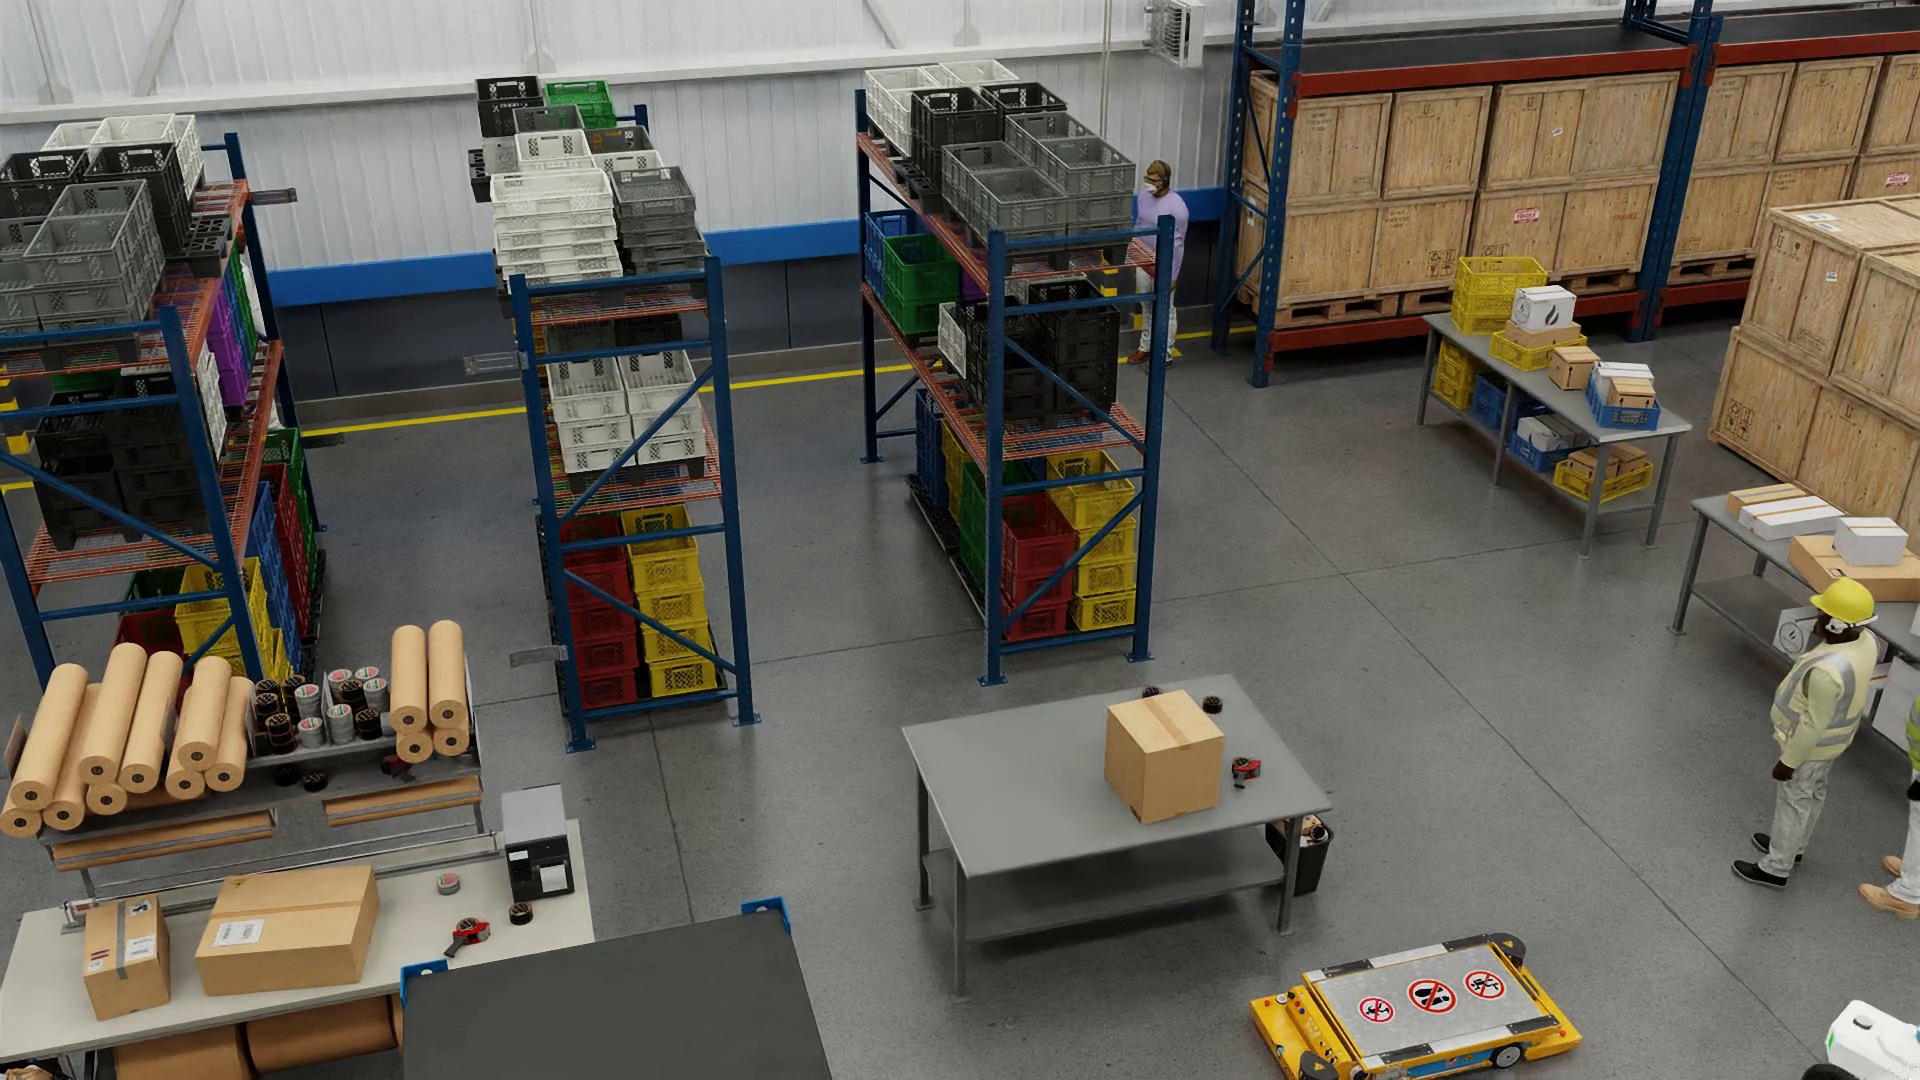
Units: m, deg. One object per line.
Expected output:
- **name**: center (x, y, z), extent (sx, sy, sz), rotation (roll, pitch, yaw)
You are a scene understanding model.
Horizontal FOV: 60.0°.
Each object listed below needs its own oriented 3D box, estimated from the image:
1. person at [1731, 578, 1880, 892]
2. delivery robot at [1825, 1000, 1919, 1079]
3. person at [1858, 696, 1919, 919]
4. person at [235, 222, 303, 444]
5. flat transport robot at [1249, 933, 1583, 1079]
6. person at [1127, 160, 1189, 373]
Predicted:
- **person**: center (4.429, 1.012, 8.679), extent (0.403, 1.834, 0.589), rotation (25, 38, 38)
- **delivery robot**: center (4.274, 2.373, 7.429), extent (0.477, 0.478, 0.707), rotation (-24, 37, -36)
- **person**: center (5.037, 1.110, 8.495), extent (0.624, 1.845, 0.430), rotation (-22, 35, -34)
- **person**: center (-5.778, -1.682, 13.527), extent (0.572, 1.887, 0.356), rotation (23, 36, 35)
- **flat transport robot**: center (2.184, 2.282, 7.980), extent (1.431, 0.197, 0.652), rotation (-8, 30, -14)
- **person**: center (1.769, -2.456, 14.893), extent (0.368, 1.933, 0.626), rotation (-17, 33, -29)
